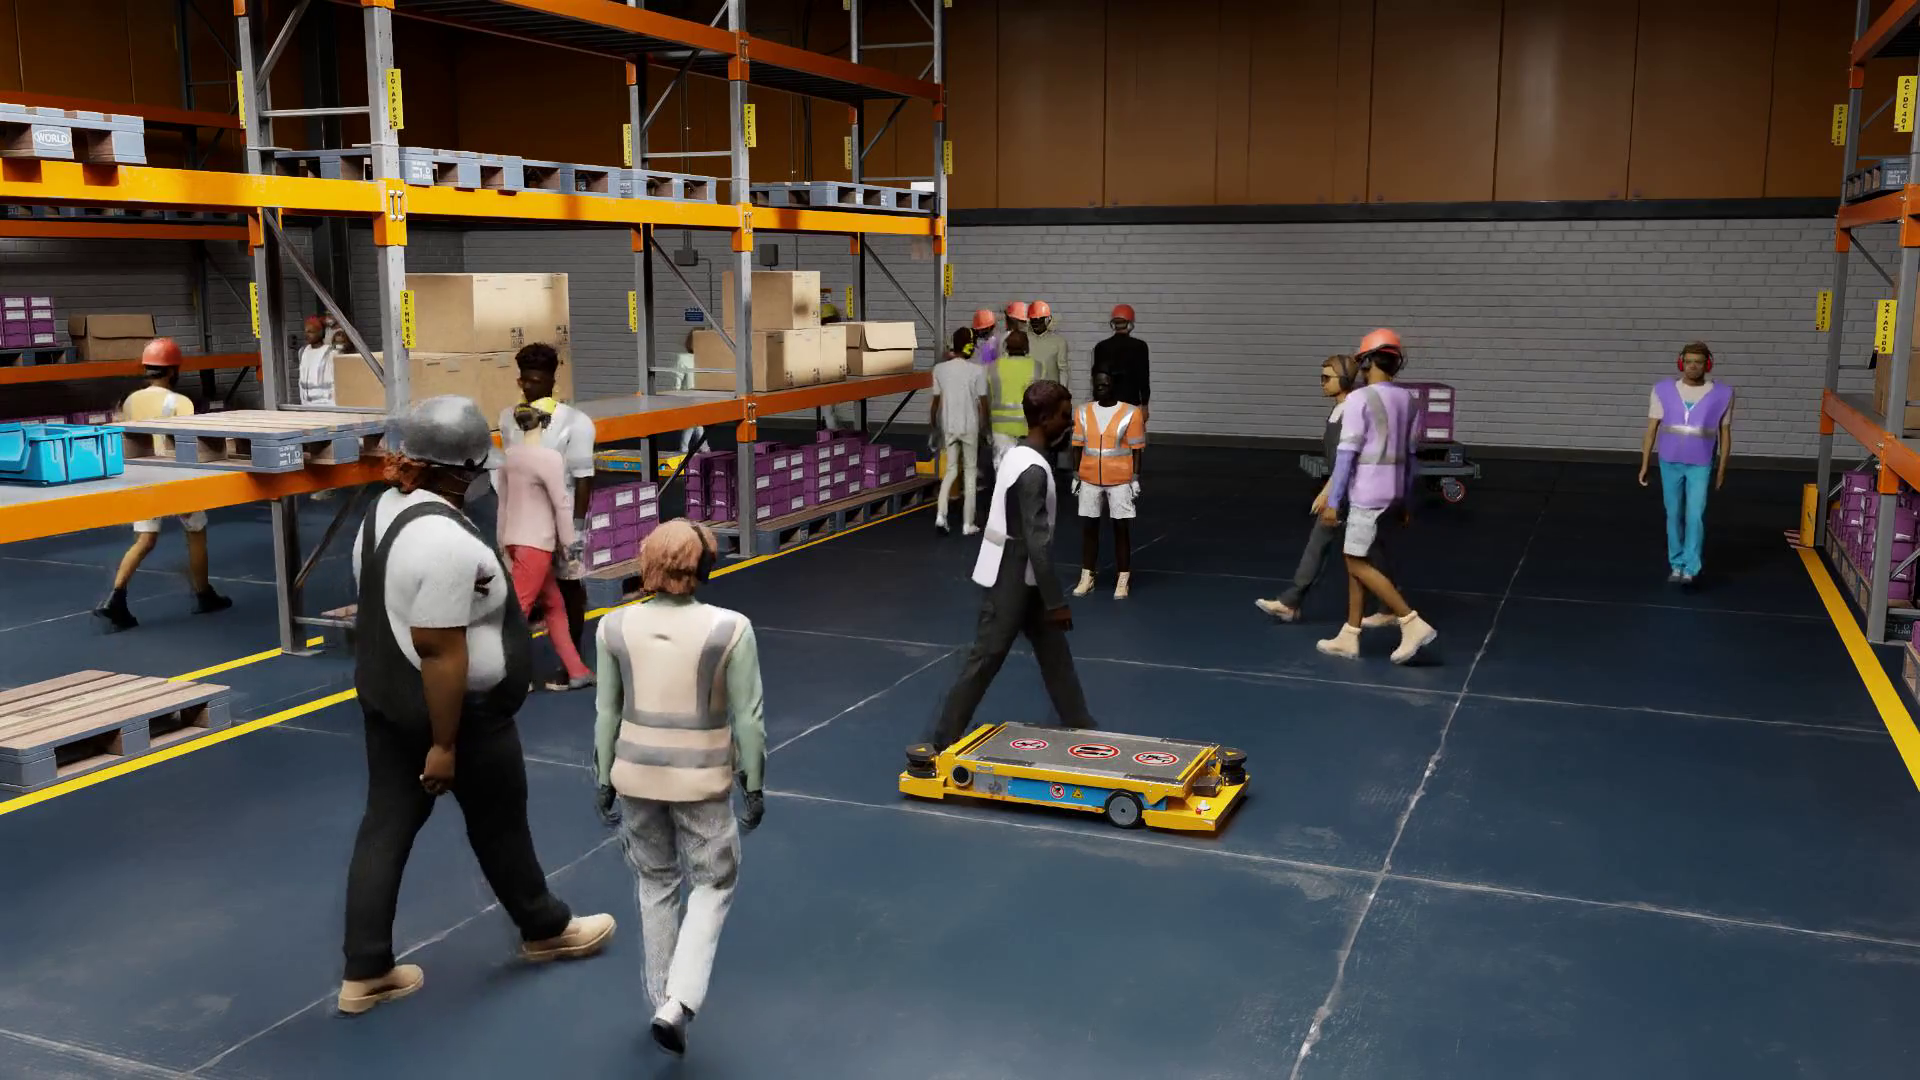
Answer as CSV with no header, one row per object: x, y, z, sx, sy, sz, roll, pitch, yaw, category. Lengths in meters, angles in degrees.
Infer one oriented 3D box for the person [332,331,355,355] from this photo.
-7.288,-1.670,19.671,0.511,1.607,0.664,1,9,6,person

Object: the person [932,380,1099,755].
0.319,0.200,7.581,1.031,1.853,0.579,1,9,4,person

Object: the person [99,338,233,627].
-5.318,-0.382,11.015,0.552,1.901,0.972,3,10,18,person

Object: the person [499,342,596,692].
-2.311,-0.092,9.059,0.619,1.942,0.790,3,10,19,person

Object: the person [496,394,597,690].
-2.359,0.035,9.033,0.907,1.710,0.520,-8,12,-41,person

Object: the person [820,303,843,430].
-1.610,-1.948,20.458,0.416,1.913,0.585,4,10,23,person

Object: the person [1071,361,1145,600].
1.039,-0.422,11.838,0.541,1.695,0.315,4,10,22,person

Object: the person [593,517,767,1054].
-0.855,0.751,4.956,0.550,1.617,0.516,2,9,9,person

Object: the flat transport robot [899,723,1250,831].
0.512,1.023,7.392,1.431,0.197,0.652,4,10,22,flat transport robot

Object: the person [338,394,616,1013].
-1.616,0.476,5.357,0.676,2.000,0.926,9,13,42,person

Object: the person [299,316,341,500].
-6.478,-1.341,16.891,0.598,1.865,0.461,5,11,30,person

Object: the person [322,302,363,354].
-7.426,-1.877,19.925,0.637,1.937,0.357,4,10,22,person

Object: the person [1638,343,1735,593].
5.286,-0.524,12.144,0.576,1.801,0.946,6,11,32,person

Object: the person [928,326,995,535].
0.009,-0.947,14.585,0.550,1.848,0.459,4,10,22,person

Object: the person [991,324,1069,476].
0.829,-1.611,18.775,0.892,1.782,0.608,5,10,26,person

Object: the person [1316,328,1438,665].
2.525,-0.251,9.899,0.739,1.999,0.651,8,12,40,person

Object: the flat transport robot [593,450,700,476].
-3.658,-0.890,18.983,1.431,0.197,0.652,4,10,22,flat transport robot

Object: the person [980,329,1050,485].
0.491,-0.979,14.881,0.628,1.814,0.906,1,9,3,person

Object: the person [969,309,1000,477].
0.387,-1.613,18.480,0.556,1.888,0.594,3,10,17,person

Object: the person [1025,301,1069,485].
0.849,-1.558,17.817,0.624,1.992,0.386,4,10,22,person

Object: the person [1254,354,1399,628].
2.459,-0.304,10.832,0.986,1.787,0.522,-1,9,-8,person

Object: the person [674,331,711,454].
-3.149,-1.710,19.956,0.827,1.587,0.505,7,12,38,person

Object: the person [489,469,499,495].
-4.514,-1.068,15.491,0.940,1.797,0.622,-4,10,-22,person

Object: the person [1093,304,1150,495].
1.664,-1.406,16.944,0.660,1.972,0.586,5,11,28,person

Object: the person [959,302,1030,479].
0.488,-1.645,18.420,1.060,1.981,0.632,-3,10,-19,person
